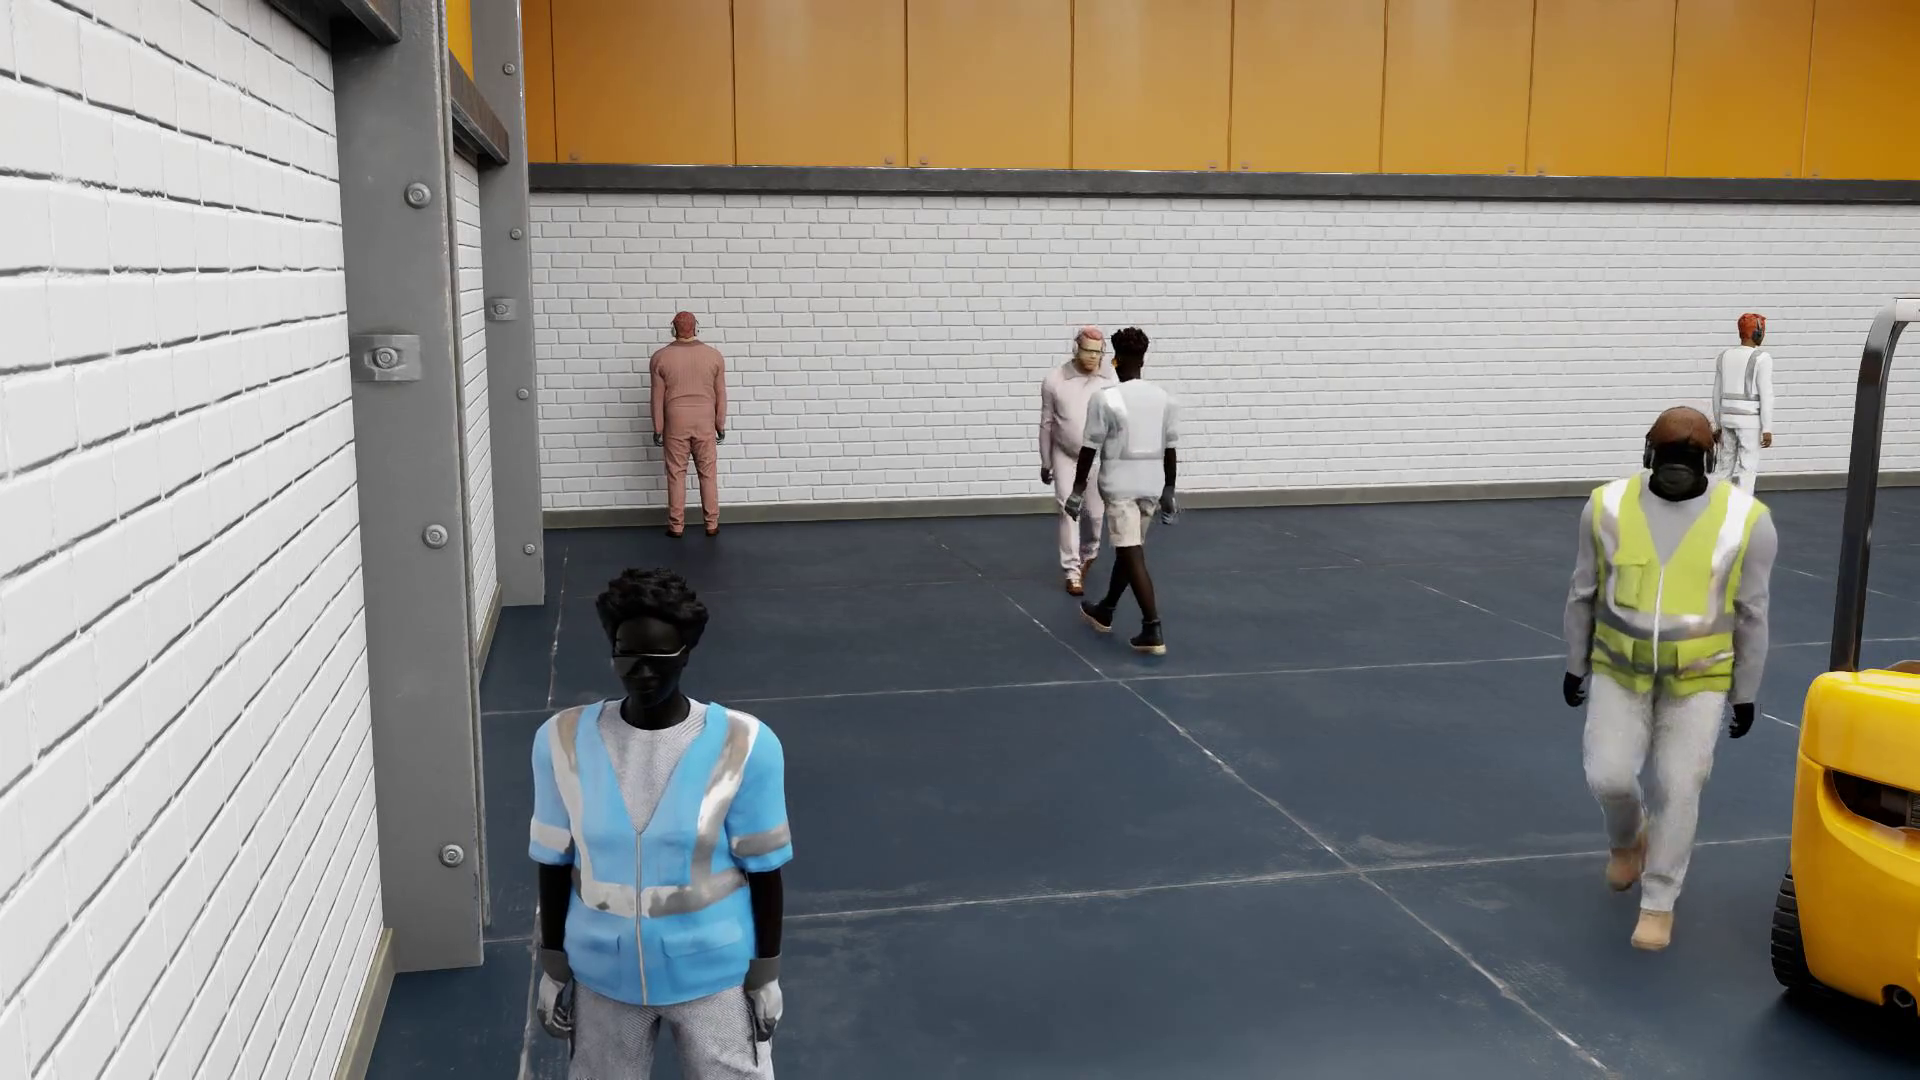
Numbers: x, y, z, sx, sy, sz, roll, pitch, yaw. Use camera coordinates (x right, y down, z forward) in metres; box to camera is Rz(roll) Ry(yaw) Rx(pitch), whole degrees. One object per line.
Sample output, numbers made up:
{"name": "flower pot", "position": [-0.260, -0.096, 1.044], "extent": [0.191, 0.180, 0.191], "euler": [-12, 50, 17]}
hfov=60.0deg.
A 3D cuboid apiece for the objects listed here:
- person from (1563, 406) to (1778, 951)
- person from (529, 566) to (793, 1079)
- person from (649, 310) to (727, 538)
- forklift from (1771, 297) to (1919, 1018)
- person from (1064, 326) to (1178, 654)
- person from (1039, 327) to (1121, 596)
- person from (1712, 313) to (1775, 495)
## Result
{"name": "person", "position": [2.383, 0.445, 5.635], "extent": [0.640, 1.823, 0.528], "euler": [6, 11, 31]}
{"name": "person", "position": [-0.605, 0.879, 3.393], "extent": [0.537, 1.694, 0.320], "euler": [1, 9, 5]}
{"name": "person", "position": [-2.279, -0.966, 13.970], "extent": [0.643, 1.910, 0.411], "euler": [-3, 10, -17]}
{"name": "forklift", "position": [3.542, 0.334, 5.177], "extent": [2.313, 2.155, 1.214], "euler": [-9, 13, -43]}
{"name": "person", "position": [0.982, -0.311, 9.980], "extent": [0.613, 1.917, 0.968], "euler": [-6, 11, -32]}
{"name": "person", "position": [0.875, -0.582, 11.796], "extent": [0.643, 1.863, 0.876], "euler": [0, 9, -1]}
{"name": "person", "position": [6.624, -0.968, 14.059], "extent": [0.350, 1.882, 0.583], "euler": [-4, 10, -22]}
